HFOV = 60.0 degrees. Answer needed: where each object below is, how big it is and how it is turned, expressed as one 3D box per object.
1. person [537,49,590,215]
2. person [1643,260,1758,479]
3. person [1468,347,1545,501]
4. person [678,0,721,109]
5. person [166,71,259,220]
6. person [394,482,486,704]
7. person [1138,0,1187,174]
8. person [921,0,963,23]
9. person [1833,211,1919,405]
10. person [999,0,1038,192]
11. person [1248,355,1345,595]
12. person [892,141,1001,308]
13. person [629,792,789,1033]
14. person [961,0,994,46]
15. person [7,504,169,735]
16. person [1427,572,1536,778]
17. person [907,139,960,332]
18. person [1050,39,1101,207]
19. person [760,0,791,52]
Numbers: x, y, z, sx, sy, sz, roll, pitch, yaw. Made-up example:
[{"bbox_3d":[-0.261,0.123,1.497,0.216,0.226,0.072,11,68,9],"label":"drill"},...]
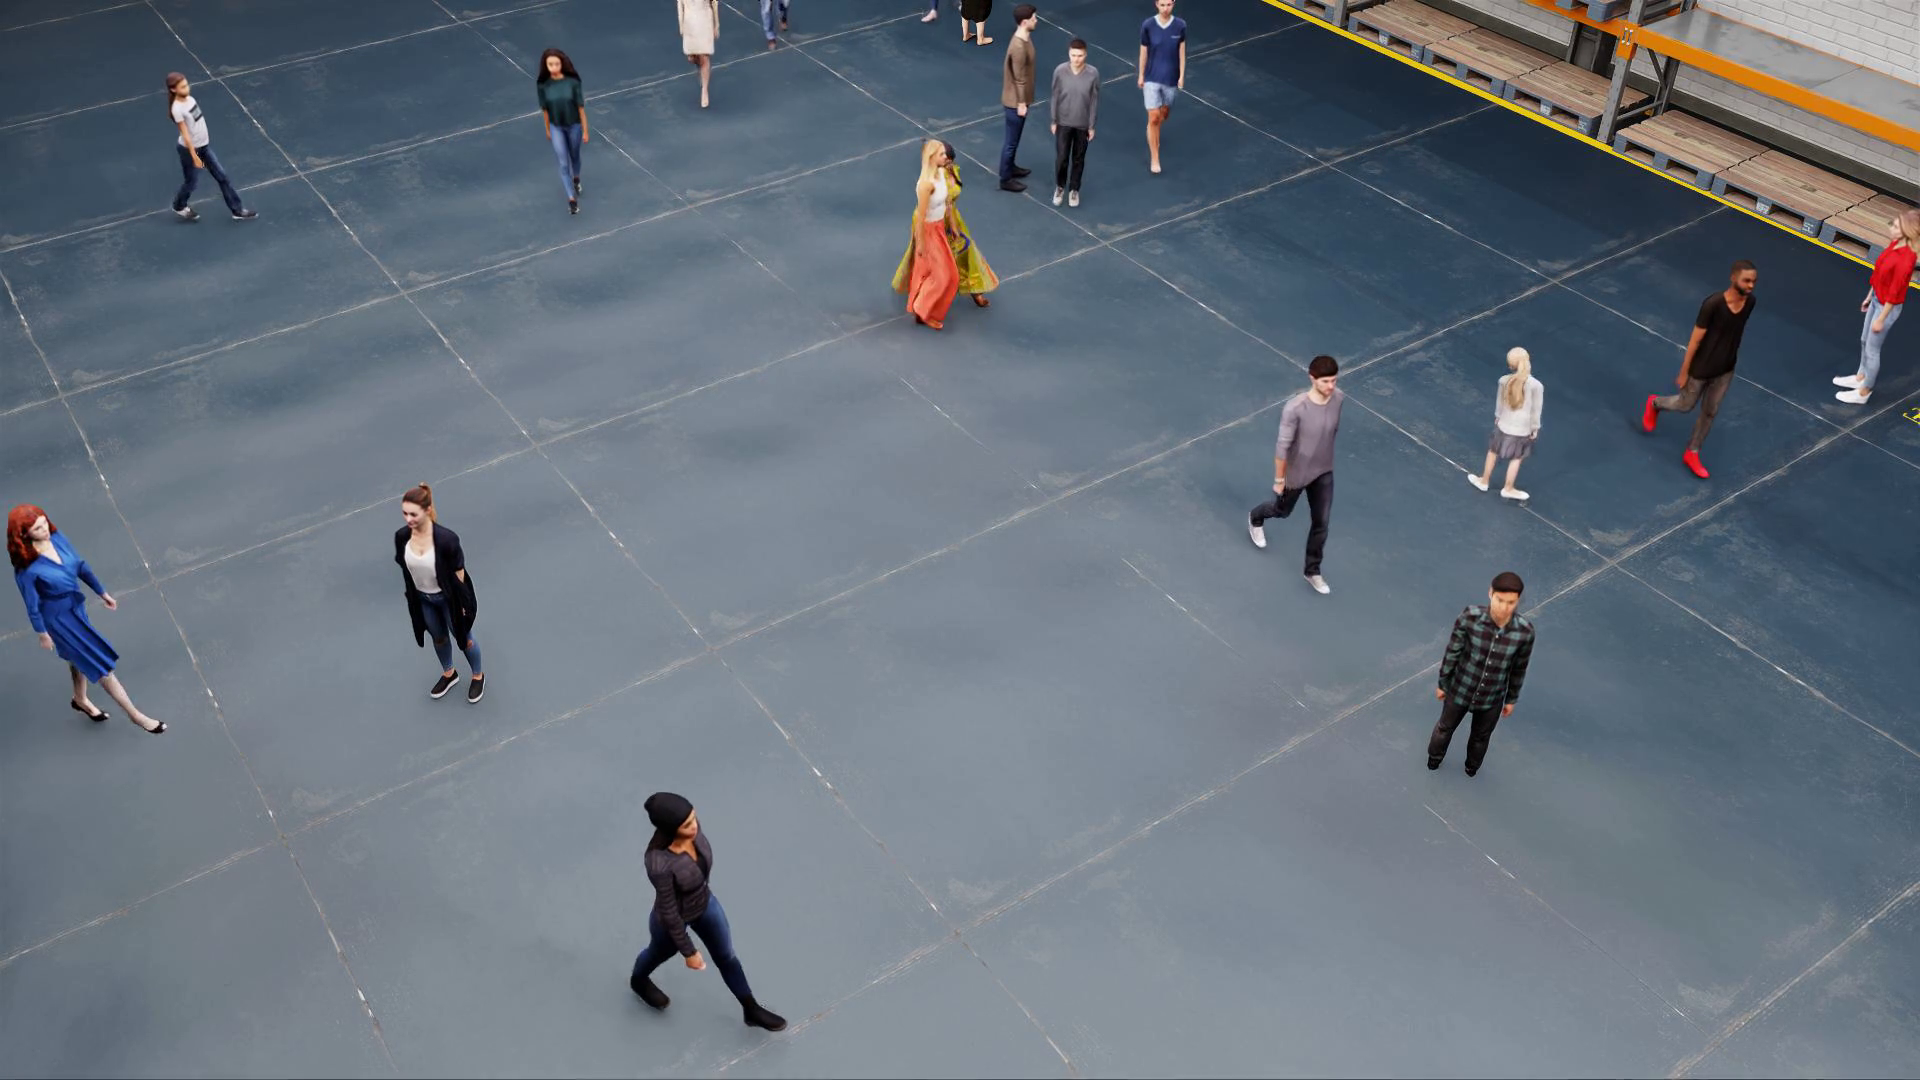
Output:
[{"bbox_3d":[-3.896,-4.101,16.475,0.888,1.569,1.159,-7,39,-9],"label":"person"},{"bbox_3d":[5.761,-1.405,12.928,0.886,1.782,1.127,-10,40,-12],"label":"person"},{"bbox_3d":[4.256,-0.864,12.672,0.741,1.256,0.537,-23,44,-26],"label":"person"},{"bbox_3d":[-2.870,-5.660,18.302,0.816,1.725,0.895,0,39,0],"label":"person"},{"bbox_3d":[-7.485,-3.785,16.109,1.059,1.531,1.041,3,39,4],"label":"person"},{"bbox_3d":[-3.376,0.350,10.809,0.709,1.684,0.774,7,39,9],"label":"person"},{"bbox_3d":[2.071,-4.794,17.144,1.025,1.817,1.214,-2,39,-2],"label":"person"},{"bbox_3d":[-0.081,-7.238,20.297,1.115,1.700,0.810,30,48,32],"label":"person"},{"bbox_3d":[7.564,-1.906,13.622,0.747,1.700,0.699,9,39,11],"label":"person"},{"bbox_3d":[0.567,-4.435,16.643,0.791,1.881,0.718,5,39,6],"label":"person"},{"bbox_3d":[2.404,-0.553,11.831,0.835,1.821,1.195,-14,41,-17],"label":"person"},{"bbox_3d":[-0.262,-2.806,14.825,1.235,1.605,1.034,24,45,27],"label":"person"},{"bbox_3d":[-1.545,1.975,8.767,1.273,1.694,1.016,17,42,20],"label":"person"},{"bbox_3d":[0.177,-6.700,19.684,0.587,1.625,0.701,26,46,29],"label":"person"},{"bbox_3d":[-5.720,0.500,10.526,1.018,1.803,0.981,4,39,4],"label":"person"},{"bbox_3d":[3.193,0.895,10.264,0.712,1.713,0.780,11,40,13],"label":"person"},{"bbox_3d":[-0.334,-2.660,14.493,0.907,1.790,0.834,11,40,14],"label":"person"},{"bbox_3d":[1.127,-4.134,16.376,0.749,1.743,0.792,1,39,1],"label":"person"},{"bbox_3d":[-2.234,-6.745,19.569,0.866,1.840,0.990,-5,39,-7],"label":"person"}]
